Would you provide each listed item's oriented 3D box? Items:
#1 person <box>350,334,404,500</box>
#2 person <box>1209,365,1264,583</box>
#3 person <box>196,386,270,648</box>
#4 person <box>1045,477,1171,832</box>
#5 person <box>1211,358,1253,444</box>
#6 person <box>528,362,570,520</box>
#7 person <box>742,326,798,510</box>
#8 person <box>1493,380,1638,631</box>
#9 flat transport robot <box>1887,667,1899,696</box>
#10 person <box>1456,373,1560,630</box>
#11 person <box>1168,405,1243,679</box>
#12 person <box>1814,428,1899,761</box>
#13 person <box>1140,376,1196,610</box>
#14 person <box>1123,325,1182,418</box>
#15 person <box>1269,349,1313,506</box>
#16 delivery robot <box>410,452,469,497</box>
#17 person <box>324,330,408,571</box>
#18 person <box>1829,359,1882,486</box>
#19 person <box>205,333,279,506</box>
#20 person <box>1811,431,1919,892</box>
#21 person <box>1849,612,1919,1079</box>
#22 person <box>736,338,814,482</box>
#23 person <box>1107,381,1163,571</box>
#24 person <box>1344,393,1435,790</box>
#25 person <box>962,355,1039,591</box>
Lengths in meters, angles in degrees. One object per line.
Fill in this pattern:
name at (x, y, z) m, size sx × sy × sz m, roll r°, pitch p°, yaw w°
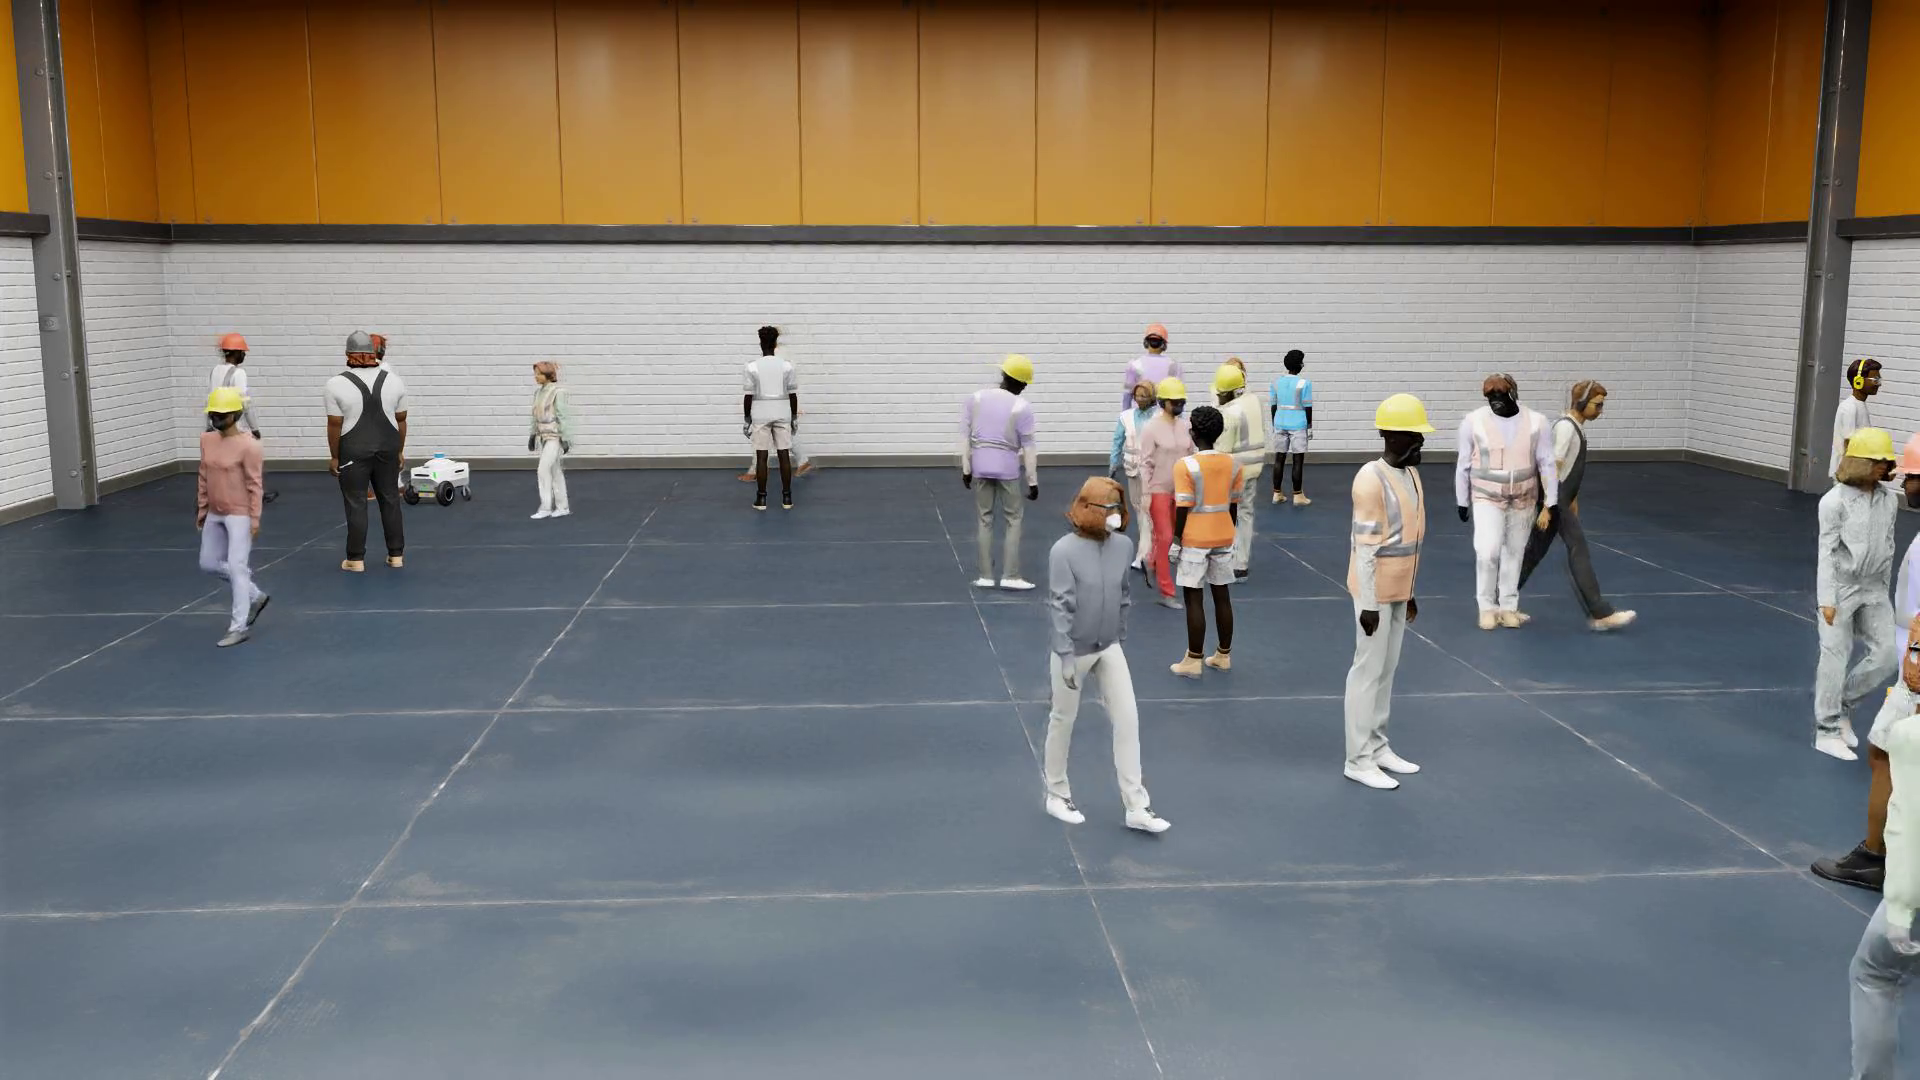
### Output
person at (-6.524, -1.371, 18.565) m, size 0.586 × 1.856 × 0.646 m, roll 4°, pitch 10°, yaw 22°
person at (2.247, -0.536, 13.568) m, size 0.407 × 1.781 × 0.675 m, roll 7°, pitch 12°, yaw 38°
person at (-4.956, -0.176, 11.344) m, size 0.572 × 1.754 × 0.555 m, roll 4°, pitch 10°, yaw 25°
person at (0.630, 0.526, 7.409) m, size 0.514 × 1.605 × 0.738 m, roll -6°, pitch 11°, yaw -33°
person at (2.876, -1.107, 17.578) m, size 0.499 × 1.634 × 0.279 m, roll -3°, pitch 10°, yaw -20°
person at (-4.266, -1.007, 17.005) m, size 0.648 × 1.615 × 0.541 m, roll -8°, pitch 12°, yaw -40°
person at (-2.025, -1.303, 17.774) m, size 0.602 × 1.966 × 0.368 m, roll -2°, pitch 9°, yaw -15°
person at (4.266, -0.242, 11.759) m, size 0.991 × 1.771 × 0.567 m, roll 4°, pitch 10°, yaw 22°
flat transport robot at (5.920, 0.921, 9.117) m, size 0.652 × 0.197 × 1.431 m, roll -3°, pitch 9°, yaw -15°
person at (3.836, -0.258, 11.673) m, size 0.652 × 1.814 × 0.523 m, roll 1°, pitch 9°, yaw 4°
person at (1.519, 0.012, 10.361) m, size 0.542 × 1.695 × 0.316 m, roll -6°, pitch 11°, yaw -33°
person at (4.619, 0.283, 8.561) m, size 0.508 × 1.729 × 0.375 m, roll -3°, pitch 9°, yaw -16°
person at (1.545, -0.370, 12.596) m, size 0.529 × 1.751 × 0.586 m, roll -5°, pitch 11°, yaw -31°
person at (2.061, -1.301, 17.763) m, size 0.626 × 1.982 × 1.029 m, roll -1°, pitch 9°, yaw -6°
person at (3.615, -1.222, 18.108) m, size 0.540 × 1.696 × 0.316 m, roll 9°, pitch 13°, yaw 44°
delivery robot at (-5.699, -0.719, 18.229) m, size 0.477 × 0.478 × 0.707 m, roll 2°, pitch 9°, yaw 15°
person at (-5.063, -0.761, 14.134) m, size 0.679 × 2.000 × 0.537 m, roll -7°, pitch 12°, yaw -38°
person at (6.839, -0.457, 12.765) m, size 0.309 × 1.868 × 0.534 m, roll 5°, pitch 10°, yaw 30°
person at (-7.684, -1.228, 17.582) m, size 0.561 × 1.886 × 0.961 m, roll 7°, pitch 12°, yaw 39°
person at (3.915, 0.526, 6.512) m, size 0.552 × 1.908 × 0.880 m, roll -7°, pitch 12°, yaw -38°
person at (2.704, 0.968, 4.632) m, size 0.512 × 1.610 × 0.664 m, roll -2°, pitch 9°, yaw -10°
person at (-2.241, -1.667, 20.295) m, size 0.984 × 1.902 × 0.632 m, roll -3°, pitch 10°, yaw -19°
person at (1.510, -0.537, 14.108) m, size 0.535 × 1.606 × 0.809 m, roll 6°, pitch 11°, yaw 35°
person at (2.117, 0.242, 8.195) m, size 0.385 × 1.928 × 0.589 m, roll 6°, pitch 11°, yaw 35°
person at (0.312, -0.520, 13.176) m, size 0.665 × 1.881 × 0.391 m, roll 4°, pitch 10°, yaw 23°
